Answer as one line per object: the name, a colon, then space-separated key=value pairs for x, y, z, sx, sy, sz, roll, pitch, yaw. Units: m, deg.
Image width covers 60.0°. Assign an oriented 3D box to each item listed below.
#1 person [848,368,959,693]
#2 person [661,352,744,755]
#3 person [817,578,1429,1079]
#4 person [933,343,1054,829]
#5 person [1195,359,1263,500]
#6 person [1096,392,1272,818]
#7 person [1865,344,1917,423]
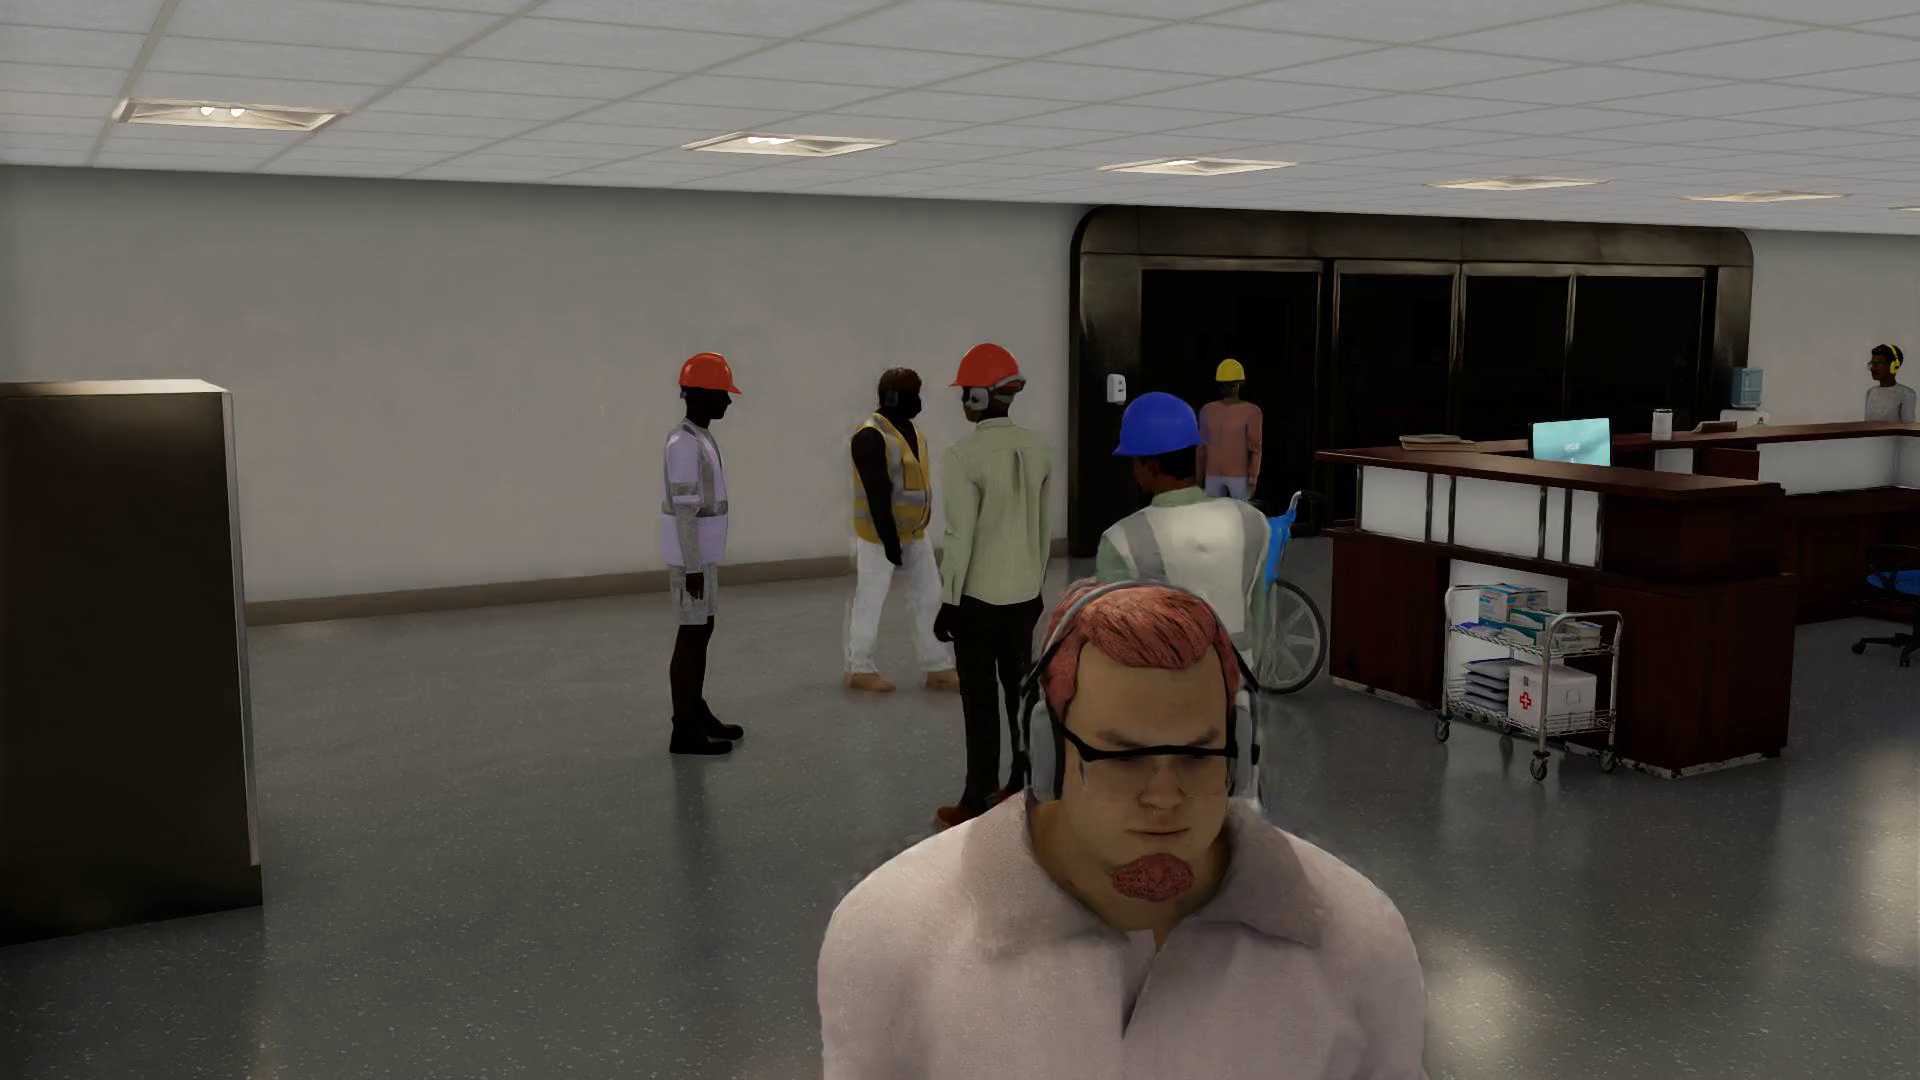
person: x=-0.282 y=-0.028 z=9.136 sx=0.823 sy=1.811 sz=0.640 roll=4 pitch=9 yaw=29
person: x=-1.238 y=0.064 z=8.025 sx=0.390 sy=1.929 sz=0.545 roll=0 pitch=8 yaw=1
person: x=0.176 y=0.975 z=1.656 sx=0.672 sy=1.858 sz=0.980 roll=-1 pitch=8 yaw=-4
person: x=0.128 y=0.199 z=6.797 sx=0.387 sy=1.993 sz=0.622 roll=7 pitch=11 yaw=43
person: x=2.013 y=-0.476 z=12.530 sx=0.530 sy=1.768 sz=0.321 roll=5 pitch=9 yaw=33
person: x=0.694 y=0.507 z=4.950 sx=0.613 sy=1.897 sz=1.027 roll=-3 pitch=8 yaw=-18
person: x=7.092 y=-0.565 z=12.810 sx=0.312 sy=1.864 sz=0.535 roll=-2 pitch=8 yaw=-11
